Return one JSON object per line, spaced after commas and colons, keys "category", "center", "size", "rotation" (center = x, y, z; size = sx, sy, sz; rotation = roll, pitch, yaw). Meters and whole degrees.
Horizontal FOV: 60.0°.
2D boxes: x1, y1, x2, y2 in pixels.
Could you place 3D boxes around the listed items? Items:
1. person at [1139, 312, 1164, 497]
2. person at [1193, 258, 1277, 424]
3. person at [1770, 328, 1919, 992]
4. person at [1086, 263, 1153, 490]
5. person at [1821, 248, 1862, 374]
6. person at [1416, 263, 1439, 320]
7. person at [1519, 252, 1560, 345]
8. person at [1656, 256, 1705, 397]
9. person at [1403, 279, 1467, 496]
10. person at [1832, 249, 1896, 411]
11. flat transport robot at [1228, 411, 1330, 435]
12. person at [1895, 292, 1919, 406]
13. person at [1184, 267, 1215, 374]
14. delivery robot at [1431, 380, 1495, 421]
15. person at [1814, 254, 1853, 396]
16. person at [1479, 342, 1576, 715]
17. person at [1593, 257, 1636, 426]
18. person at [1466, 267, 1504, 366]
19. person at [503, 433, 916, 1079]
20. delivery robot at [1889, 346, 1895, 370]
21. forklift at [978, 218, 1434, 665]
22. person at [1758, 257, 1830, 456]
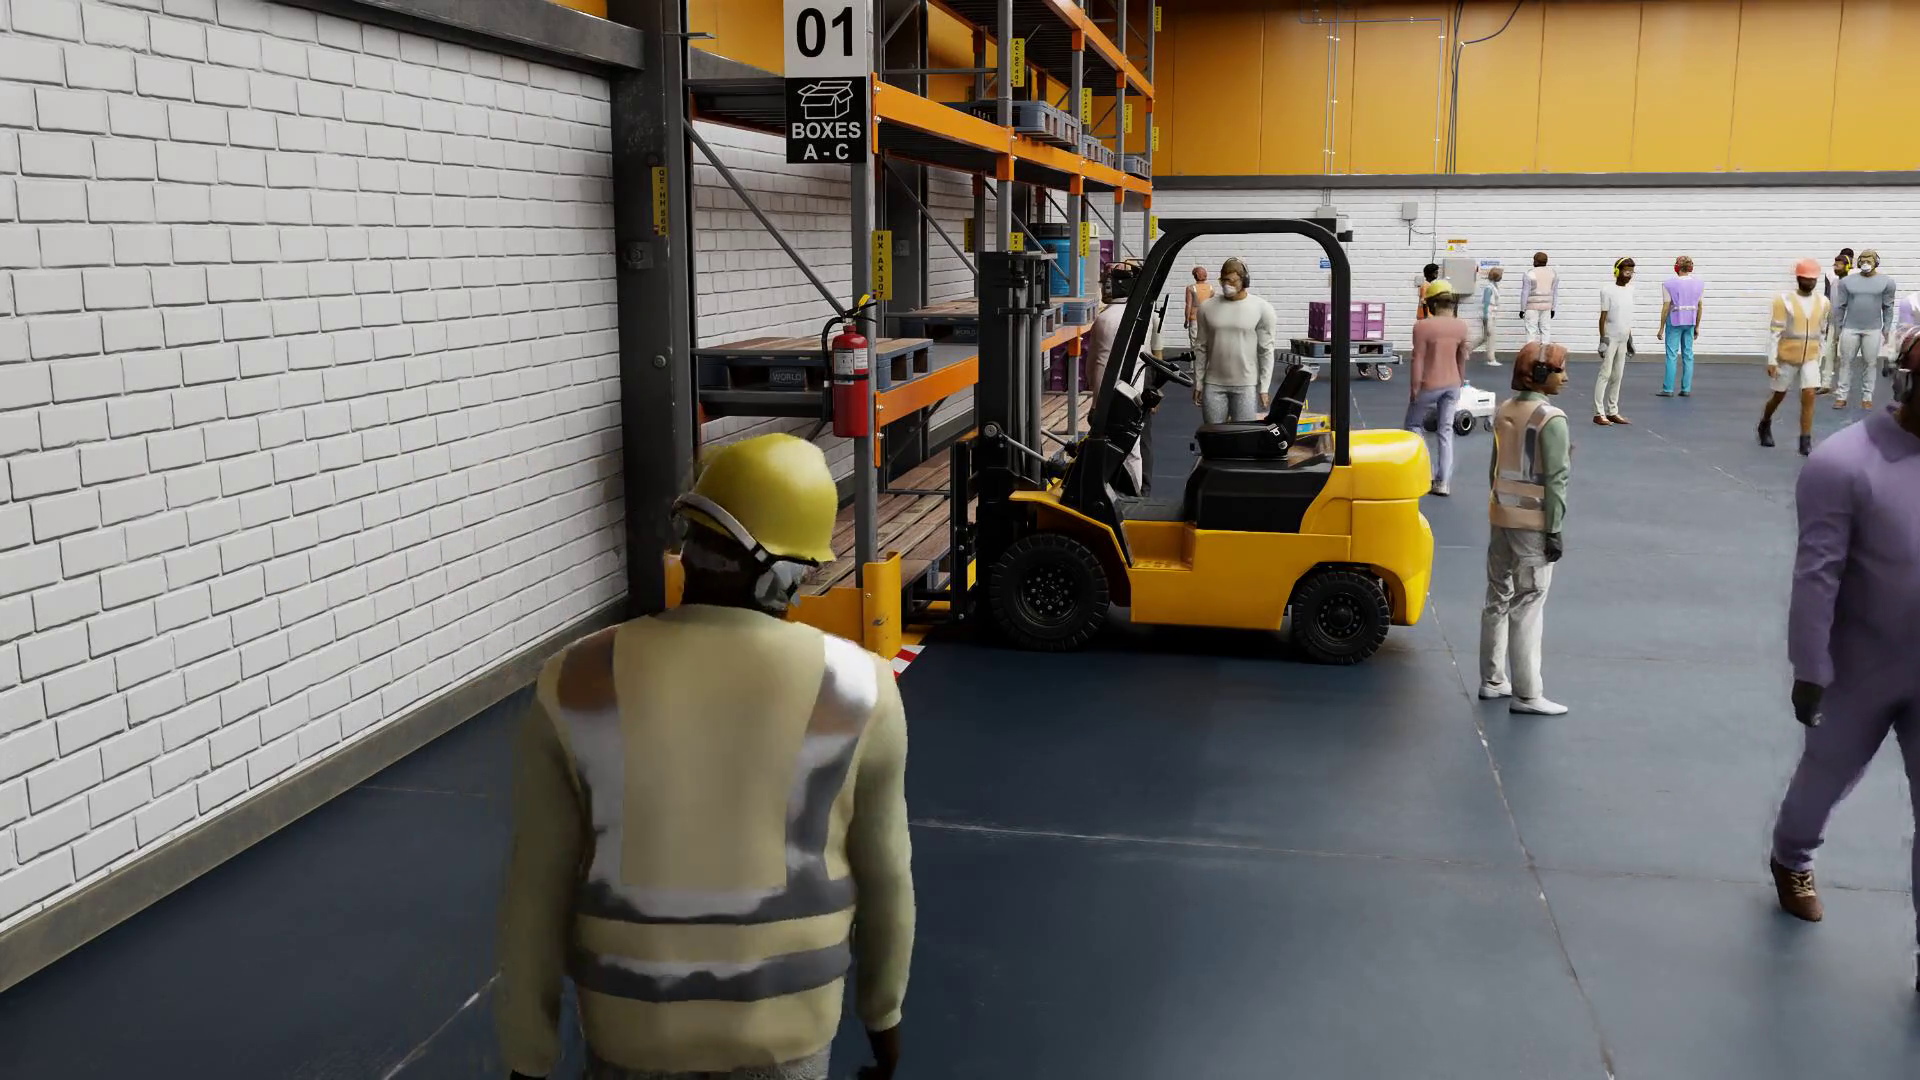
{"category": "person", "center": [1.296, -1.134, 12.698], "size": [0.508, 1.846, 0.345], "rotation": [6, 12, 28]}
{"category": "person", "center": [2.055, -1.155, 12.577], "size": [0.627, 1.933, 0.371], "rotation": [5, 11, 25]}
{"category": "person", "center": [2.656, 0.313, 4.738], "size": [0.646, 1.867, 0.988], "rotation": [1, 10, 3]}
{"category": "person", "center": [1.092, -0.998, 11.787], "size": [0.409, 1.909, 0.640], "rotation": [7, 12, 32]}
{"category": "person", "center": [13.387, -3.458, 25.237], "size": [0.588, 1.920, 0.392], "rotation": [1, 10, 7]}
{"category": "person", "center": [7.060, -3.326, 25.124], "size": [0.319, 1.697, 0.533], "rotation": [4, 11, 21]}
{"category": "person", "center": [9.473, -3.793, 27.276], "size": [0.633, 1.846, 0.429], "rotation": [-1, 10, -7]}
{"category": "person", "center": [9.413, -2.782, 21.732], "size": [0.566, 1.846, 0.387], "rotation": [-1, 10, -8]}
{"category": "person", "center": [3.857, -1.231, 13.480], "size": [0.546, 1.741, 0.446], "rotation": [-3, 11, -18]}
{"category": "person", "center": [10.905, -2.533, 20.108], "size": [0.635, 1.939, 0.361], "rotation": [7, 12, 33]}
{"category": "flat transport robot", "center": [3.287, -1.194, 17.347], "size": [1.431, 0.197, 0.652], "rotation": [-9, 14, -40]}
{"category": "person", "center": [8.653, -1.559, 14.808], "size": [0.613, 1.923, 0.383], "rotation": [1, 10, 4]}
{"category": "person", "center": [3.659, -3.347, 25.394], "size": [0.513, 1.640, 0.307], "rotation": [-4, 11, -23]}
{"category": "delivery robot", "center": [5.388, -1.468, 17.793], "size": [0.707, 0.478, 0.477], "rotation": [-7, 13, -32]}
{"category": "person", "center": [11.585, -2.825, 21.921], "size": [0.340, 1.866, 0.532], "rotation": [-3, 11, -14]}
{"category": "person", "center": [2.500, -0.054, 7.353], "size": [0.315, 1.636, 0.514], "rotation": [-2, 11, -12]}
{"category": "person", "center": [7.325, -2.207, 18.534], "size": [0.521, 1.865, 0.328], "rotation": [-5, 12, -27]}
{"category": "person", "center": [8.546, -3.644, 27.104], "size": [0.612, 1.618, 0.529], "rotation": [6, 12, 28]}
{"category": "person", "center": [-0.374, 0.730, 2.636], "size": [0.617, 1.789, 0.484], "rotation": [-1, 10, -3]}
{"category": "delivery robot", "center": [14.181, -2.783, 25.022], "size": [0.477, 0.478, 0.707], "rotation": [5, 12, 27]}
{"category": "forklift", "center": [1.285, -0.567, 8.635], "size": [2.313, 2.155, 1.214], "rotation": [2, 11, 11]}
{"category": "person", "center": [8.129, -1.802, 16.227], "size": [0.555, 1.906, 0.931], "rotation": [0, 10, 2]}
